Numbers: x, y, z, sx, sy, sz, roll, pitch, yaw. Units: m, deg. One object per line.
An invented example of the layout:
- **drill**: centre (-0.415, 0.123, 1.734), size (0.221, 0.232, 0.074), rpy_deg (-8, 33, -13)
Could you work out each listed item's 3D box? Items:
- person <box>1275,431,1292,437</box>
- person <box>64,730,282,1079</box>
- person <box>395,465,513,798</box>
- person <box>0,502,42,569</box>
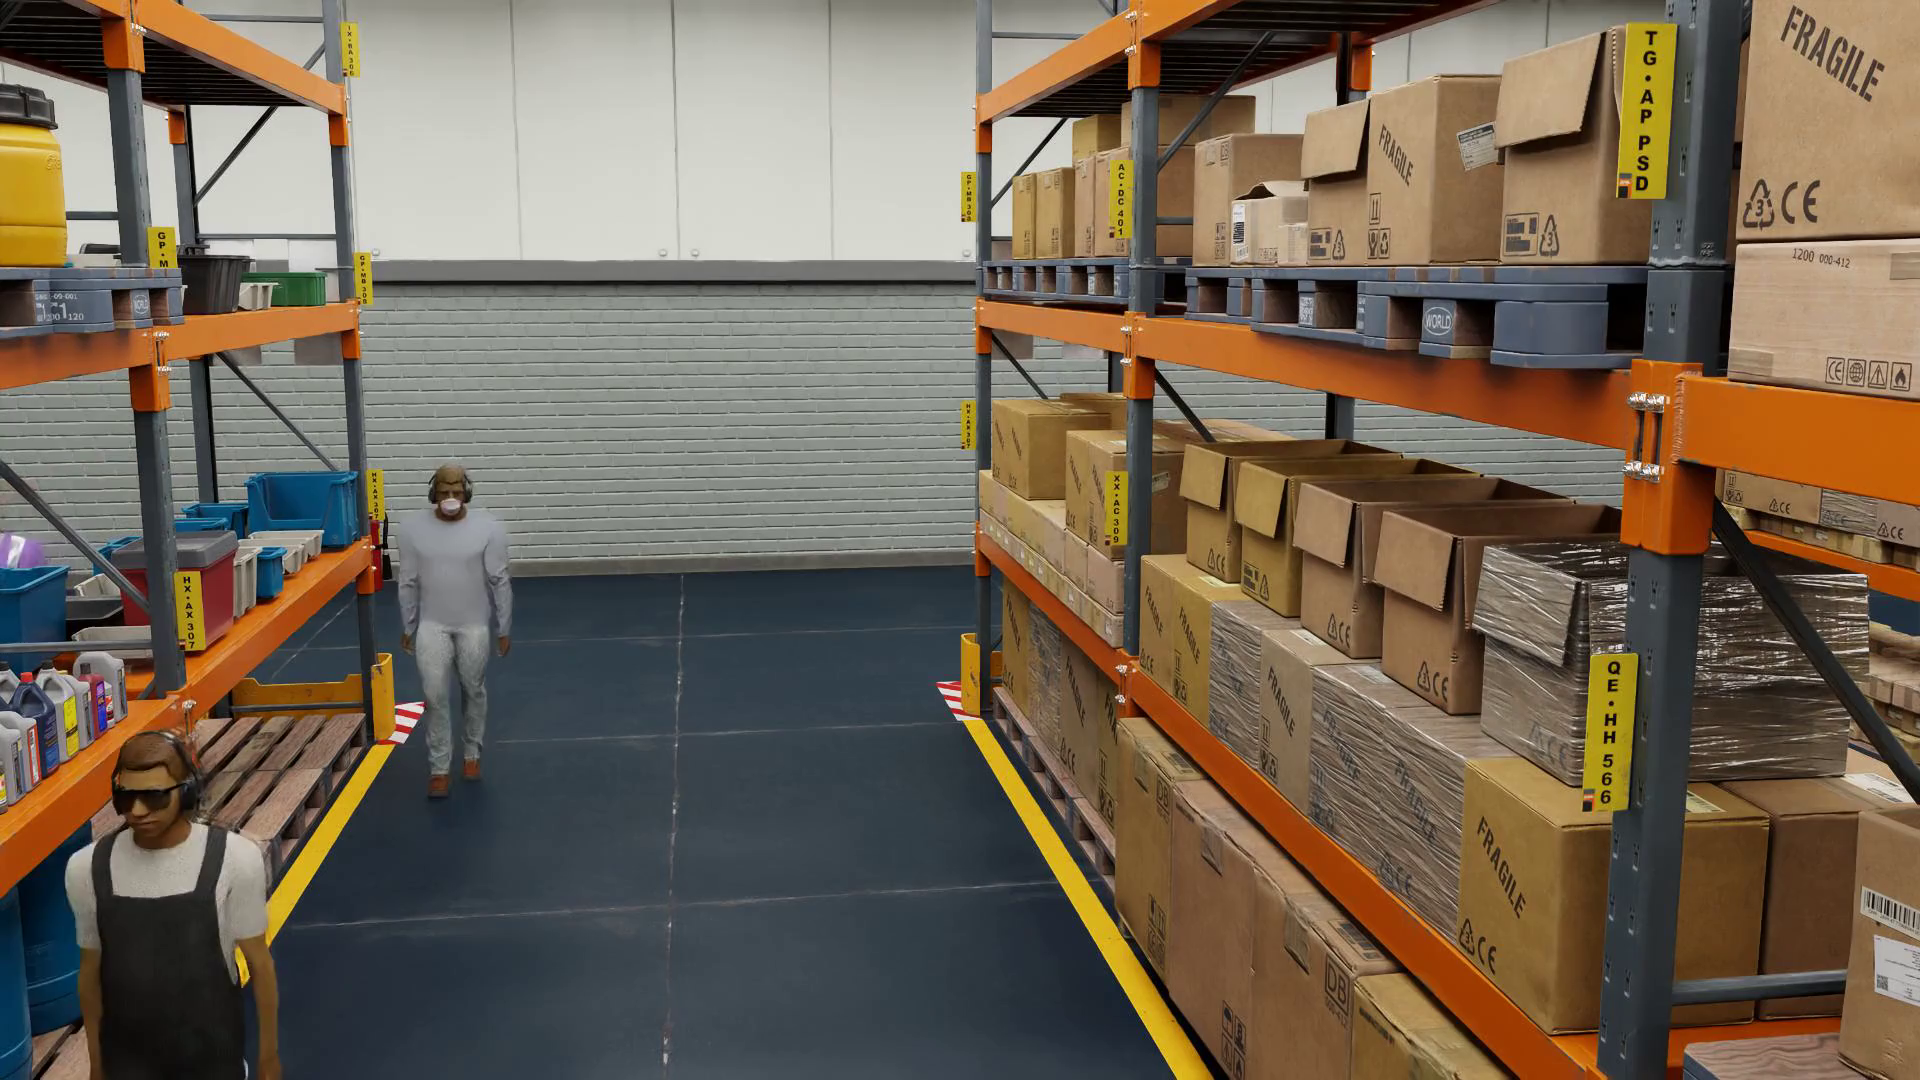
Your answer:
- **person**: centre (2.052, 0.207, 11.220), size (0.708, 2.000, 0.828), rpy_deg (-4, 10, -21)
- **person**: centre (-2.153, 1.386, 4.631), size (0.511, 1.825, 0.775), rpy_deg (-2, 9, -11)
- **person**: centre (-2.931, 0.525, 9.661), size (0.654, 1.904, 0.817), rpy_deg (-2, 9, -12)
- **person**: centre (-5.311, 0.604, 9.140), size (0.562, 1.918, 0.428), rpy_deg (-1, 9, -6)
